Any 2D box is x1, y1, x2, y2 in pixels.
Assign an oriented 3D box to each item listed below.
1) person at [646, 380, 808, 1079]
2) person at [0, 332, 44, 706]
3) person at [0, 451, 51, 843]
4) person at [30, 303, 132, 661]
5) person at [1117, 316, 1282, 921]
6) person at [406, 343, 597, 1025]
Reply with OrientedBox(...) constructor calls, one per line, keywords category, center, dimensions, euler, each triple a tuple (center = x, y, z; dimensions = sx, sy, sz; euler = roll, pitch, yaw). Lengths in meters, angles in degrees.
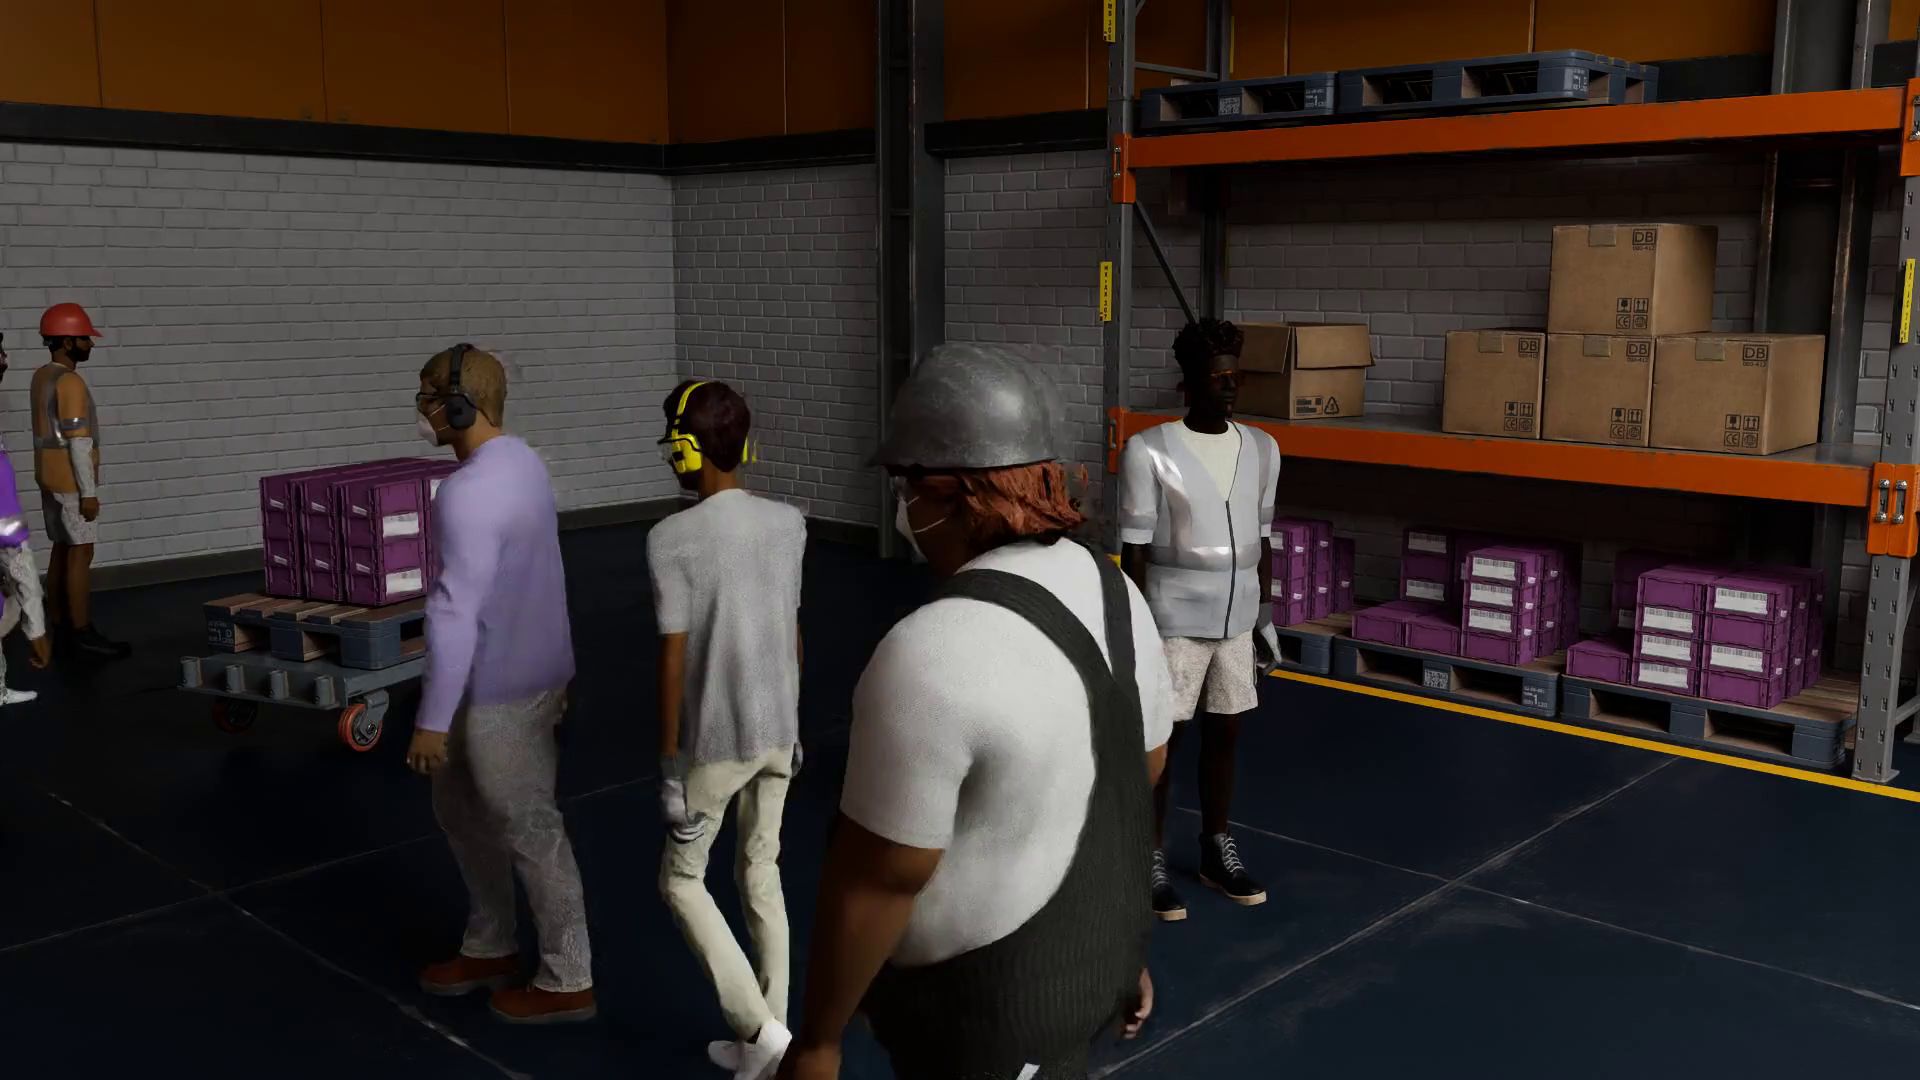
OrientedBox(category="person", center=(-0.554, 0.524, 4.193), dimensions=(0.550, 1.848, 0.448), euler=(-9, 13, -43))
OrientedBox(category="person", center=(-4.653, -0.094, 7.972), dimensions=(0.397, 1.851, 0.551), euler=(-8, 12, -40))
OrientedBox(category="person", center=(-3.519, 0.260, 5.754), dimensions=(0.602, 1.882, 1.023), euler=(-6, 11, -34))
OrientedBox(category="person", center=(-4.817, -0.316, 9.062), dimensions=(0.548, 1.937, 0.379), euler=(9, 13, 43))
OrientedBox(category="person", center=(0.796, 0.255, 5.478), dimensions=(0.607, 1.966, 0.367), euler=(-5, 10, -26))
OrientedBox(category="person", center=(-1.342, 0.422, 4.592), dimensions=(0.691, 1.914, 0.643), euler=(-1, 9, -5))
